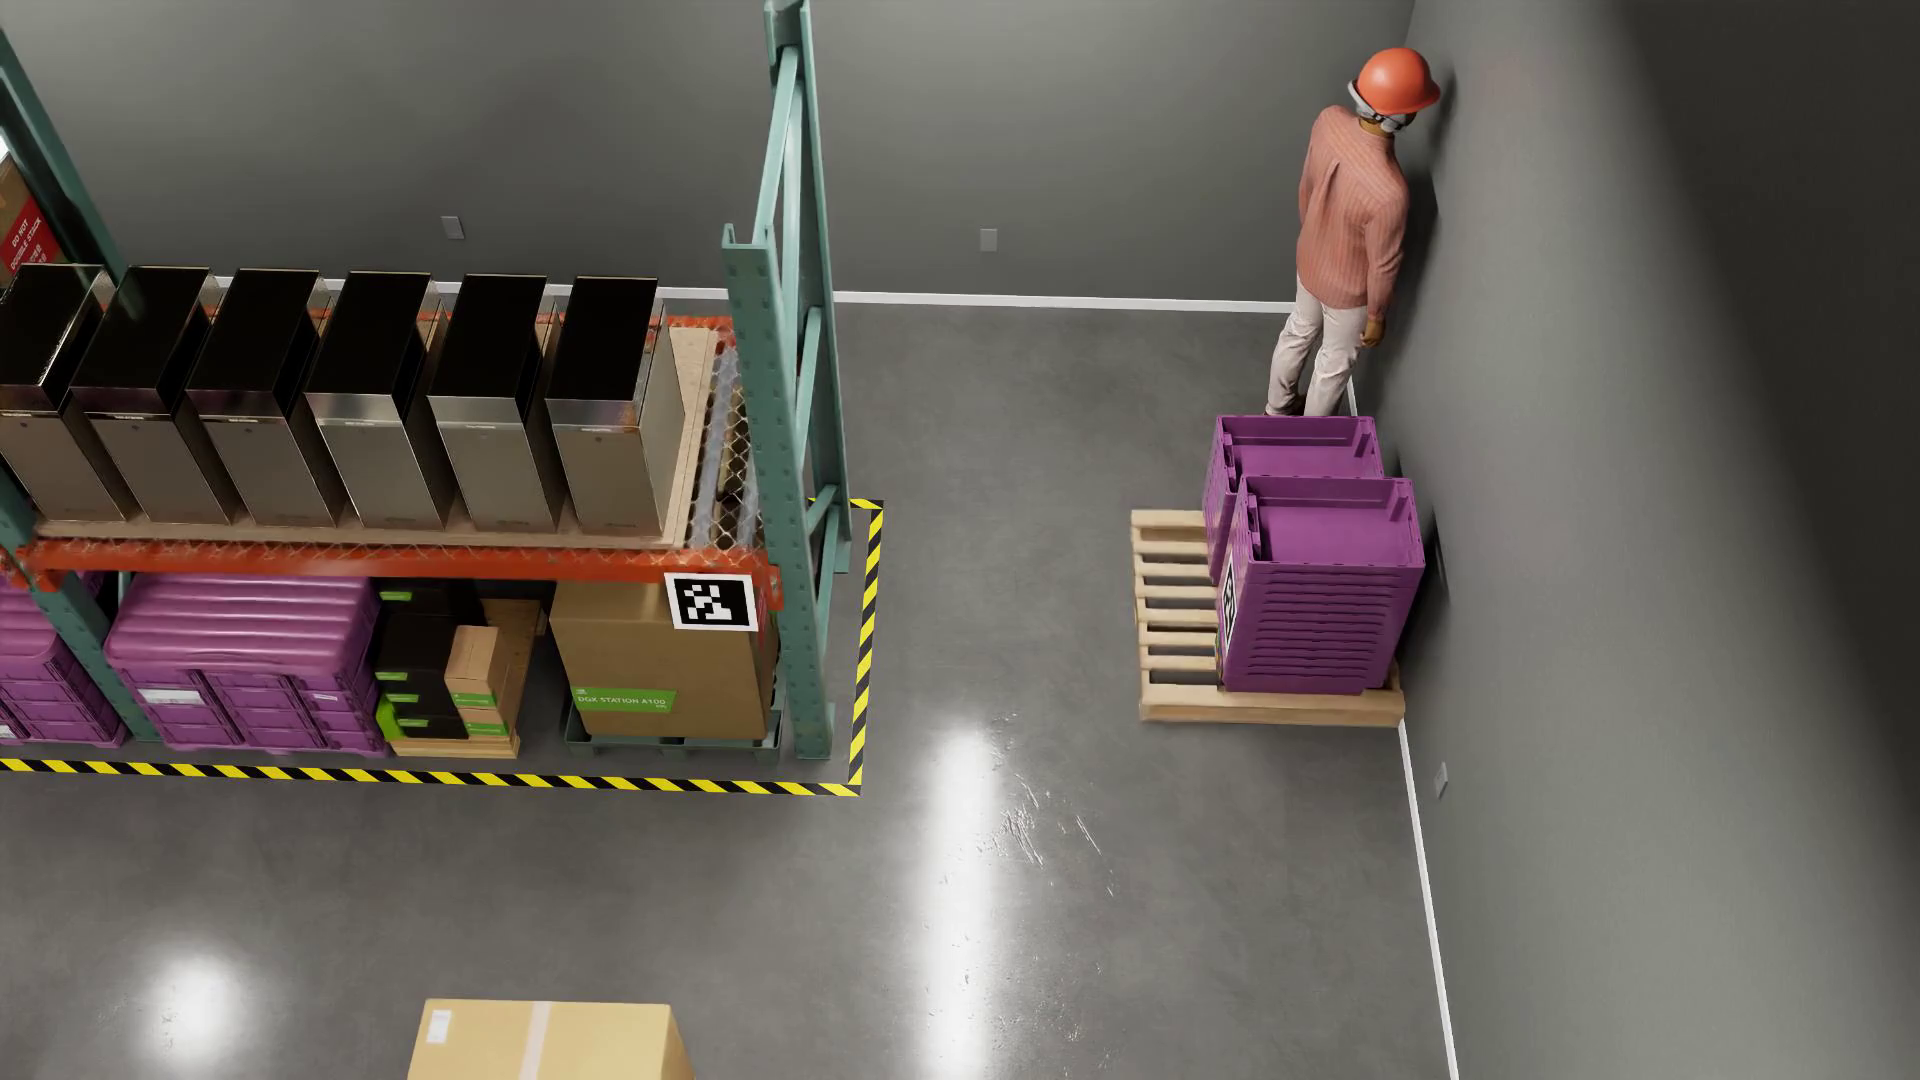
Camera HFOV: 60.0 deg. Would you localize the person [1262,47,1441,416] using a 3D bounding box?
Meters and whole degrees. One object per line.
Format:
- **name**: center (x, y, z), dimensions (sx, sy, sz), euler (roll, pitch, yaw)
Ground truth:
- **person**: center (1.503, -1.052, 6.486), dimensions (0.382, 1.995, 0.612), euler (-18, 54, -13)
